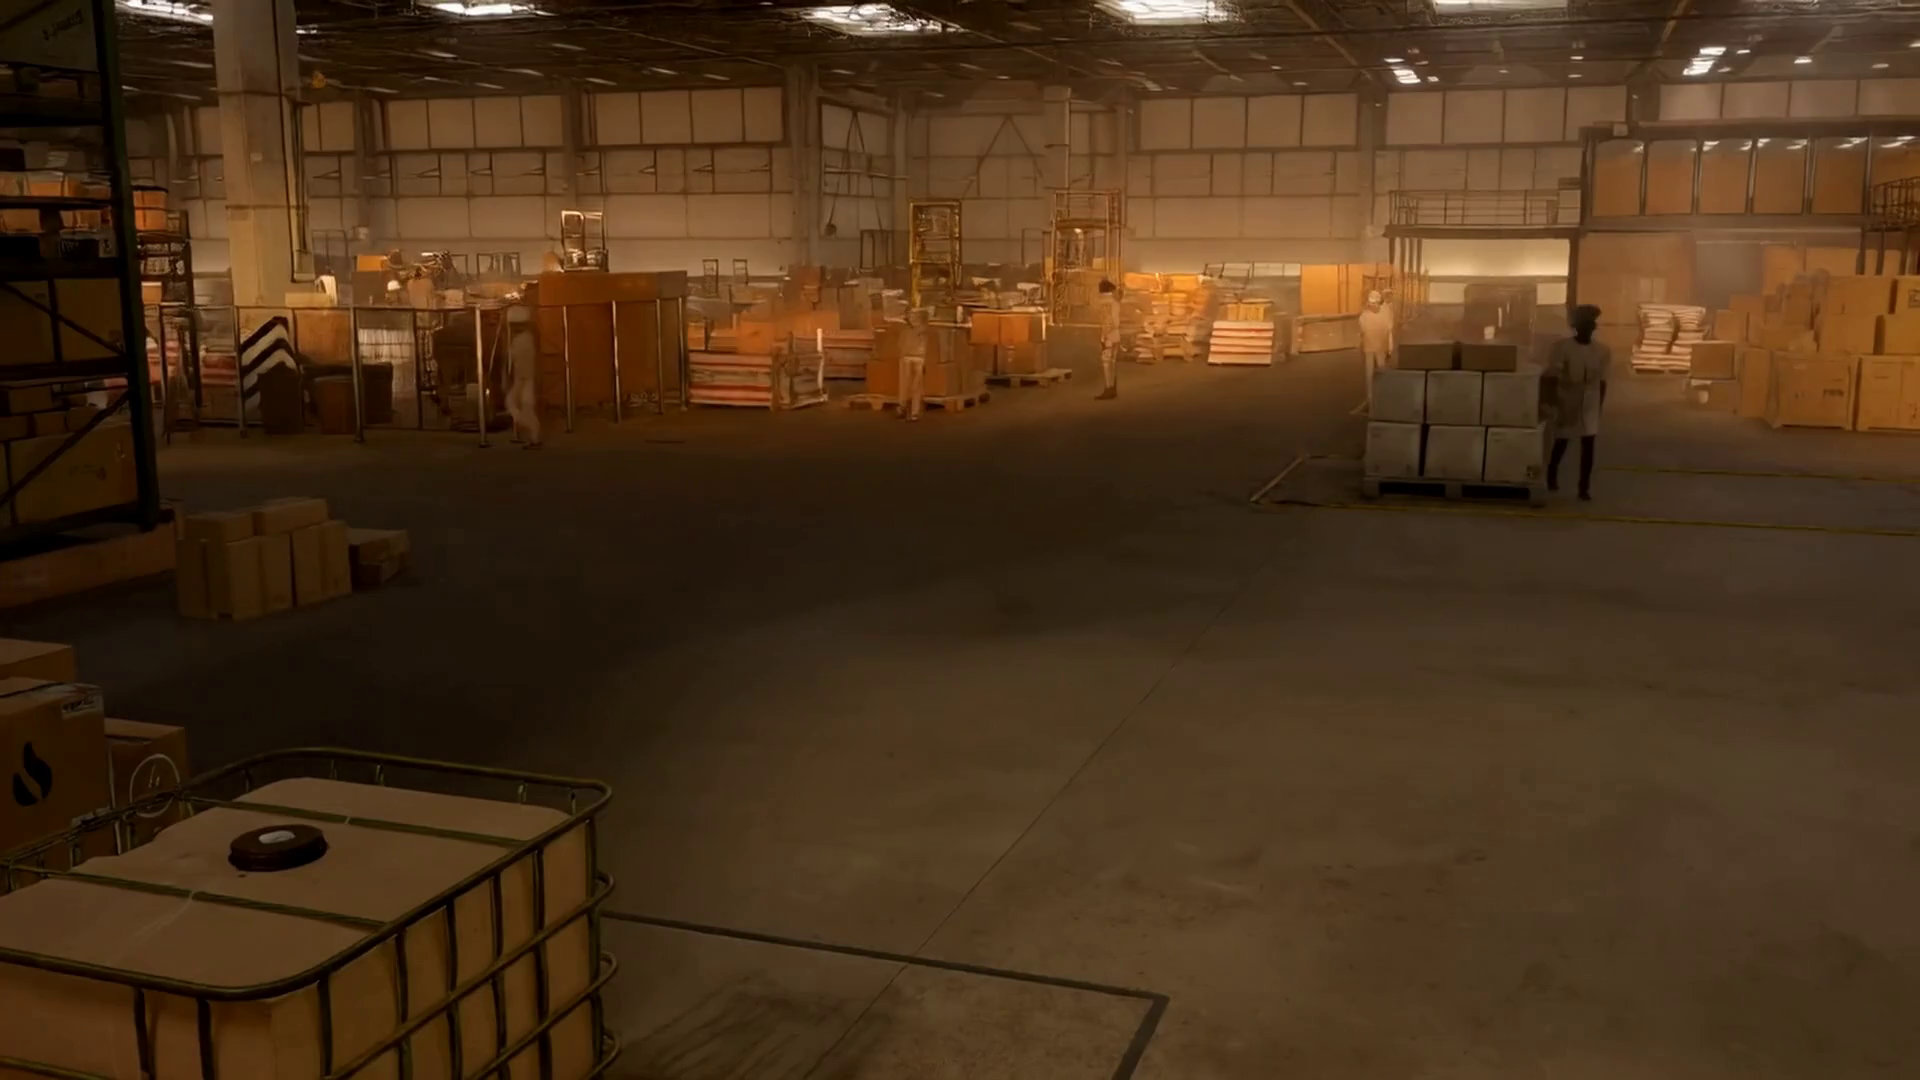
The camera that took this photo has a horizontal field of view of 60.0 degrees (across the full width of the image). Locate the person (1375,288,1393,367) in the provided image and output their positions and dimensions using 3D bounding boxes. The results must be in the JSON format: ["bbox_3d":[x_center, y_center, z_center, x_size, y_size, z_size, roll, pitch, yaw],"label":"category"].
[{"bbox_3d":[7.814,-3.768,30.560,0.630,1.723,0.494,9,13,41],"label":"person"}]

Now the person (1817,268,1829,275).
[{"bbox_3d":[18.787,-4.930,36.330,0.382,1.995,0.612,-9,14,-42],"label":"person"}]

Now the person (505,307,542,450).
[{"bbox_3d":[-5.318,-1.958,20.265,0.422,1.746,0.552,-6,12,-29],"label":"person"}]

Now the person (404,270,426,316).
[{"bbox_3d":[-13.482,-5.732,41.145,0.599,1.897,0.511,1,10,7],"label":"person"}]

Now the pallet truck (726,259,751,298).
[{"bbox_3d":[-7.986,-9.493,62.019,0.823,1.965,1.885,3,11,17],"label":"pallet truck"}]

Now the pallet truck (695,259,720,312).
[{"bbox_3d":[-9.165,-9.627,62.776,0.823,1.965,1.885,4,11,23],"label":"pallet truck"}]

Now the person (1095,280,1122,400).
[{"bbox_3d":[2.395,-3.238,26.965,0.358,1.937,0.544,5,11,26],"label":"person"}]

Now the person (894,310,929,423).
[{"bbox_3d":[-0.693,-2.439,23.403,0.535,1.592,0.759,2,10,12],"label":"person"}]

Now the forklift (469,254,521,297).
[{"bbox_3d":[-17.990,-10.121,64.684,1.157,1.987,2.680,3,11,17],"label":"forklift"}]

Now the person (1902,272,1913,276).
[{"bbox_3d":[20.391,-4.849,36.111,0.881,1.901,0.557,-1,10,-5],"label":"person"}]

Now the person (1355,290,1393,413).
[{"bbox_3d":[6.122,-2.766,24.605,0.527,1.830,0.885,4,11,19],"label":"person"}]

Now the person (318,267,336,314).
[{"bbox_3d":[-17.685,-6.666,46.405,0.395,1.900,0.645,3,11,19],"label":"person"}]

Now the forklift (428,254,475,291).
[{"bbox_3d":[-20.133,-10.254,65.465,1.157,1.987,2.680,3,11,19],"label":"forklift"}]

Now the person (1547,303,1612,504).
[{"bbox_3d":[6.080,-1.367,16.425,0.594,1.944,0.851,1,10,8],"label":"person"}]

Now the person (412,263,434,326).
[{"bbox_3d":[-13.819,-6.091,42.742,0.605,2.040,0.385,2,10,11],"label":"person"}]
